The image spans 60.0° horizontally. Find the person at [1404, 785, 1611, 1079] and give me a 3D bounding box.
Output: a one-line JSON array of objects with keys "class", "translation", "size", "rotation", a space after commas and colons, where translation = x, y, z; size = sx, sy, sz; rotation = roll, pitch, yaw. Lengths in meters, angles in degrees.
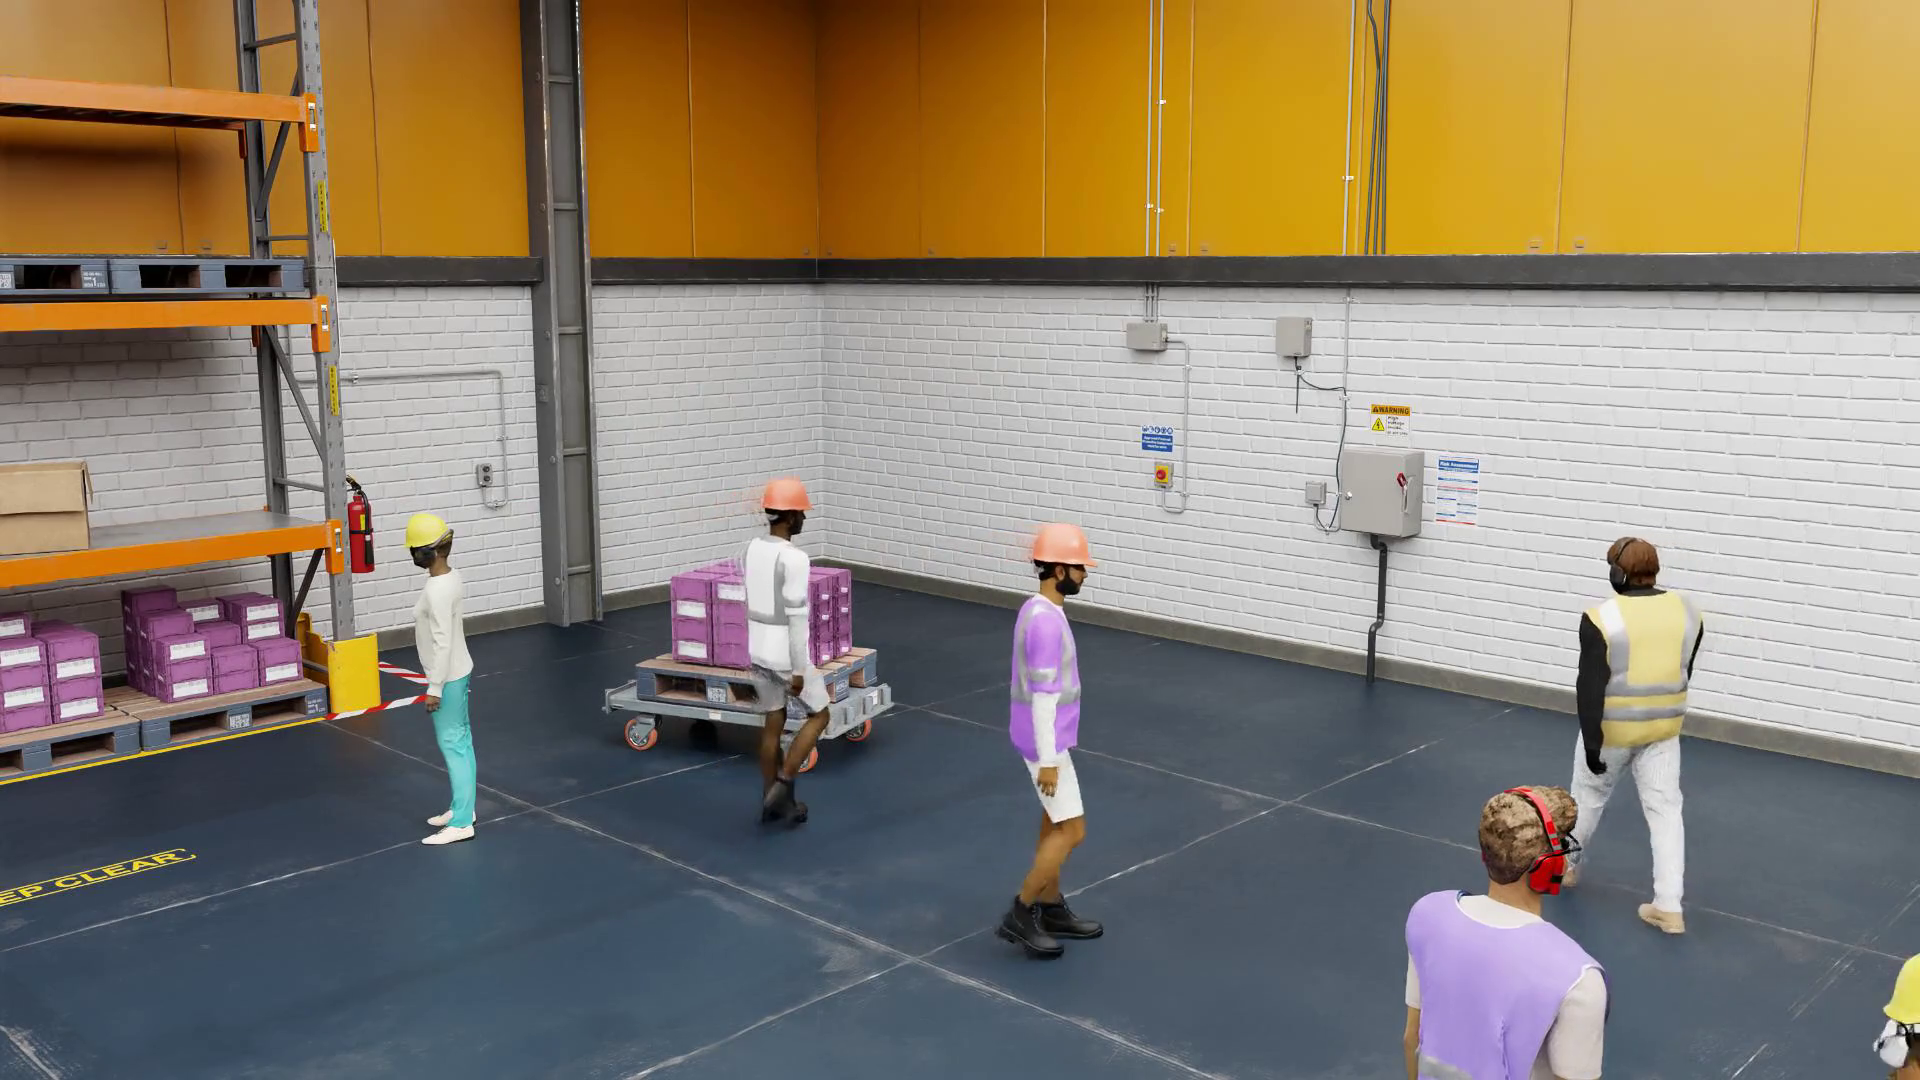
[{"class": "person", "translation": [1.272, 1.481, 3.934], "size": [0.388, 1.848, 0.564], "rotation": [-5, 11, -30]}]

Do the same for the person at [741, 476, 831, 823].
[{"class": "person", "translation": [-0.952, 0.611, 9.062], "size": [0.546, 1.924, 0.396], "rotation": [9, 13, 43]}]

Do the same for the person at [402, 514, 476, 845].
[{"class": "person", "translation": [-2.753, 0.731, 8.812], "size": [0.327, 1.760, 0.523], "rotation": [-2, 9, -10]}]

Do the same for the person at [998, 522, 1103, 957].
[{"class": "person", "translation": [0.419, 0.881, 7.361], "size": [0.399, 1.928, 0.595], "rotation": [0, 9, 2]}]

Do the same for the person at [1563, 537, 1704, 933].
[{"class": "person", "translation": [3.147, 0.873, 7.855], "size": [0.628, 1.792, 0.975], "rotation": [-1, 9, -7]}]

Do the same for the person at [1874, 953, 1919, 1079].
[{"class": "person", "translation": [1.823, 1.643, 3.198], "size": [0.594, 1.766, 0.927], "rotation": [-3, 10, -16]}]
